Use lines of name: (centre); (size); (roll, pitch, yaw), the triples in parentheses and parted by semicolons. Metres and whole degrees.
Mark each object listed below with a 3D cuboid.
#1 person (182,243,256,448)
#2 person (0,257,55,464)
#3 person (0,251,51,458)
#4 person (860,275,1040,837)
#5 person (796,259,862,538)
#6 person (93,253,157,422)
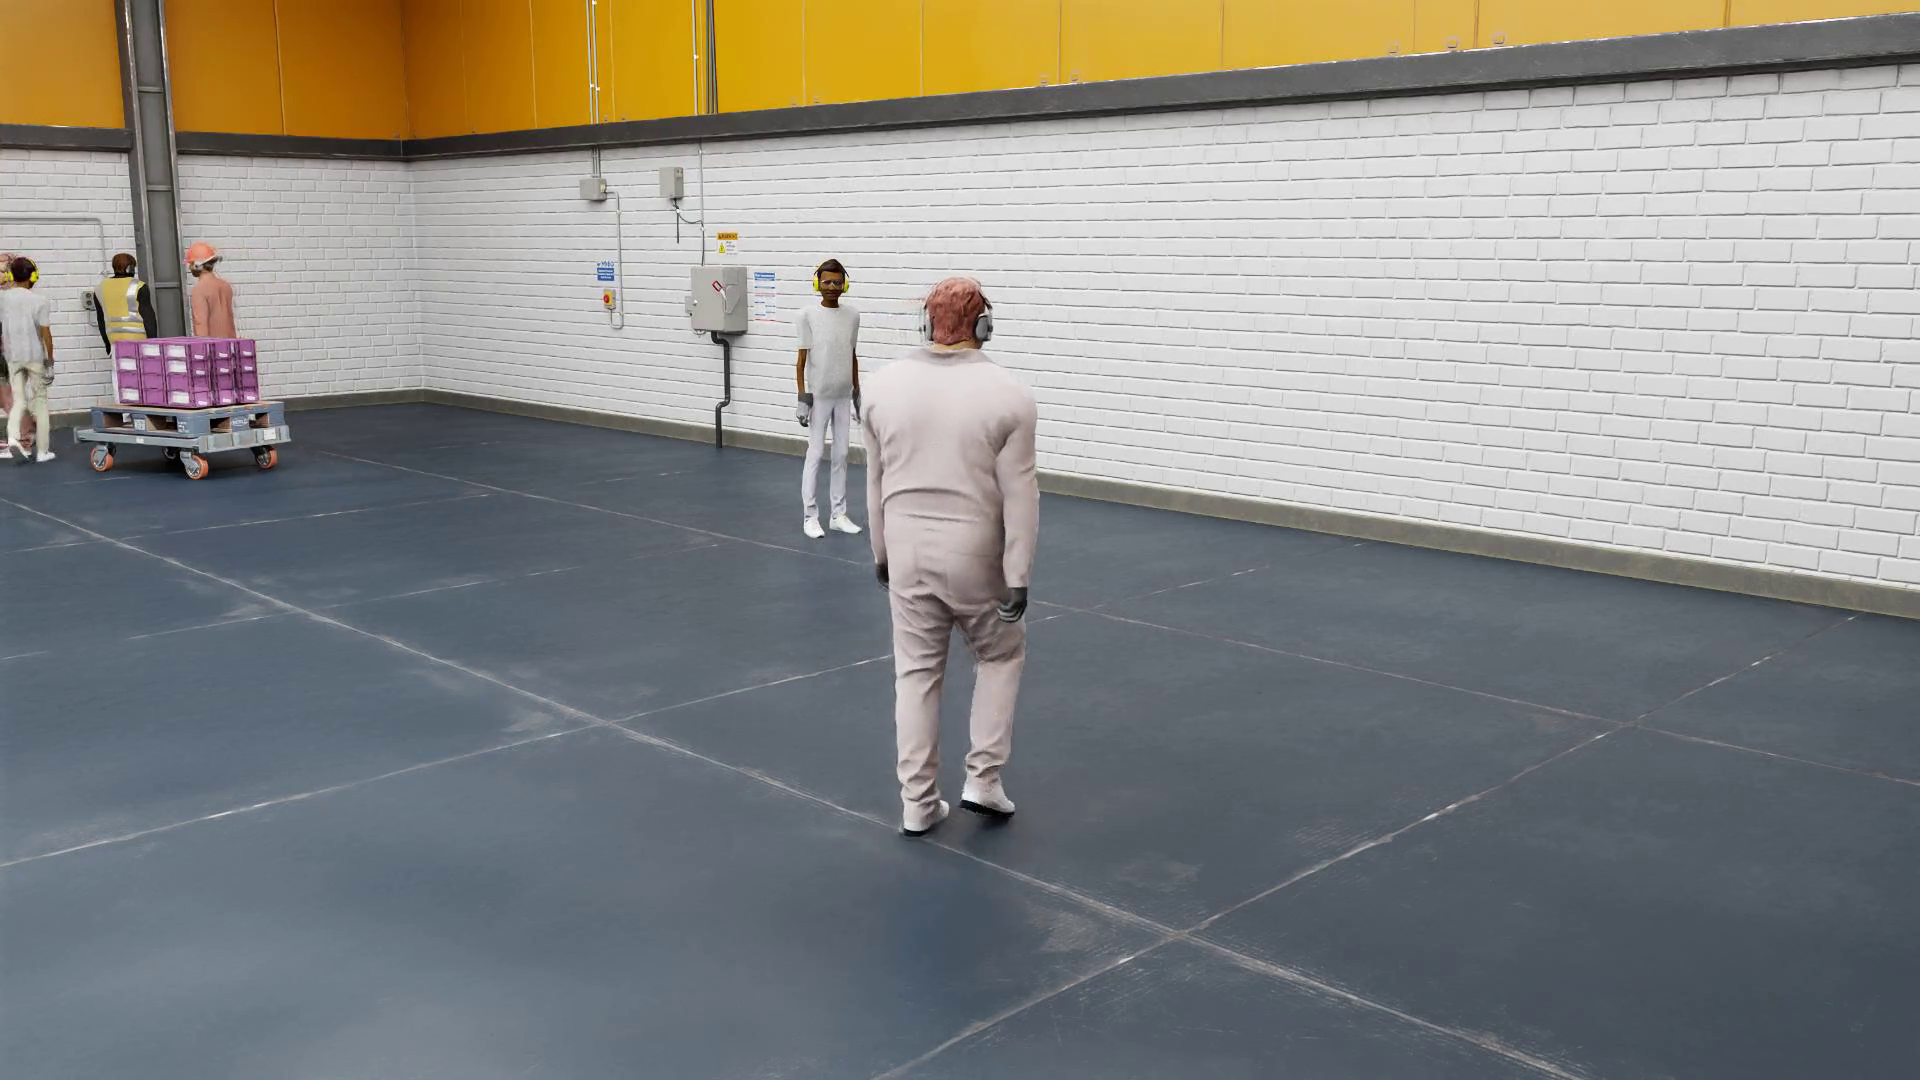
person: (-7.132, -1.822, 15.739); (1.003, 1.939, 0.625); (2, 11, 13)
person: (-8.289, -1.568, 14.676); (0.539, 1.841, 0.685); (-2, 11, -10)
person: (-8.641, -1.671, 15.129); (0.423, 1.880, 0.669); (-7, 12, -33)
person: (-0.022, 0.061, 5.636); (0.660, 1.888, 0.521); (4, 11, 19)
person: (-0.869, -0.953, 11.221); (0.533, 1.864, 0.314); (-8, 13, -36)
person: (-8.592, -2.046, 17.245); (0.621, 1.845, 0.429); (2, 11, 9)
